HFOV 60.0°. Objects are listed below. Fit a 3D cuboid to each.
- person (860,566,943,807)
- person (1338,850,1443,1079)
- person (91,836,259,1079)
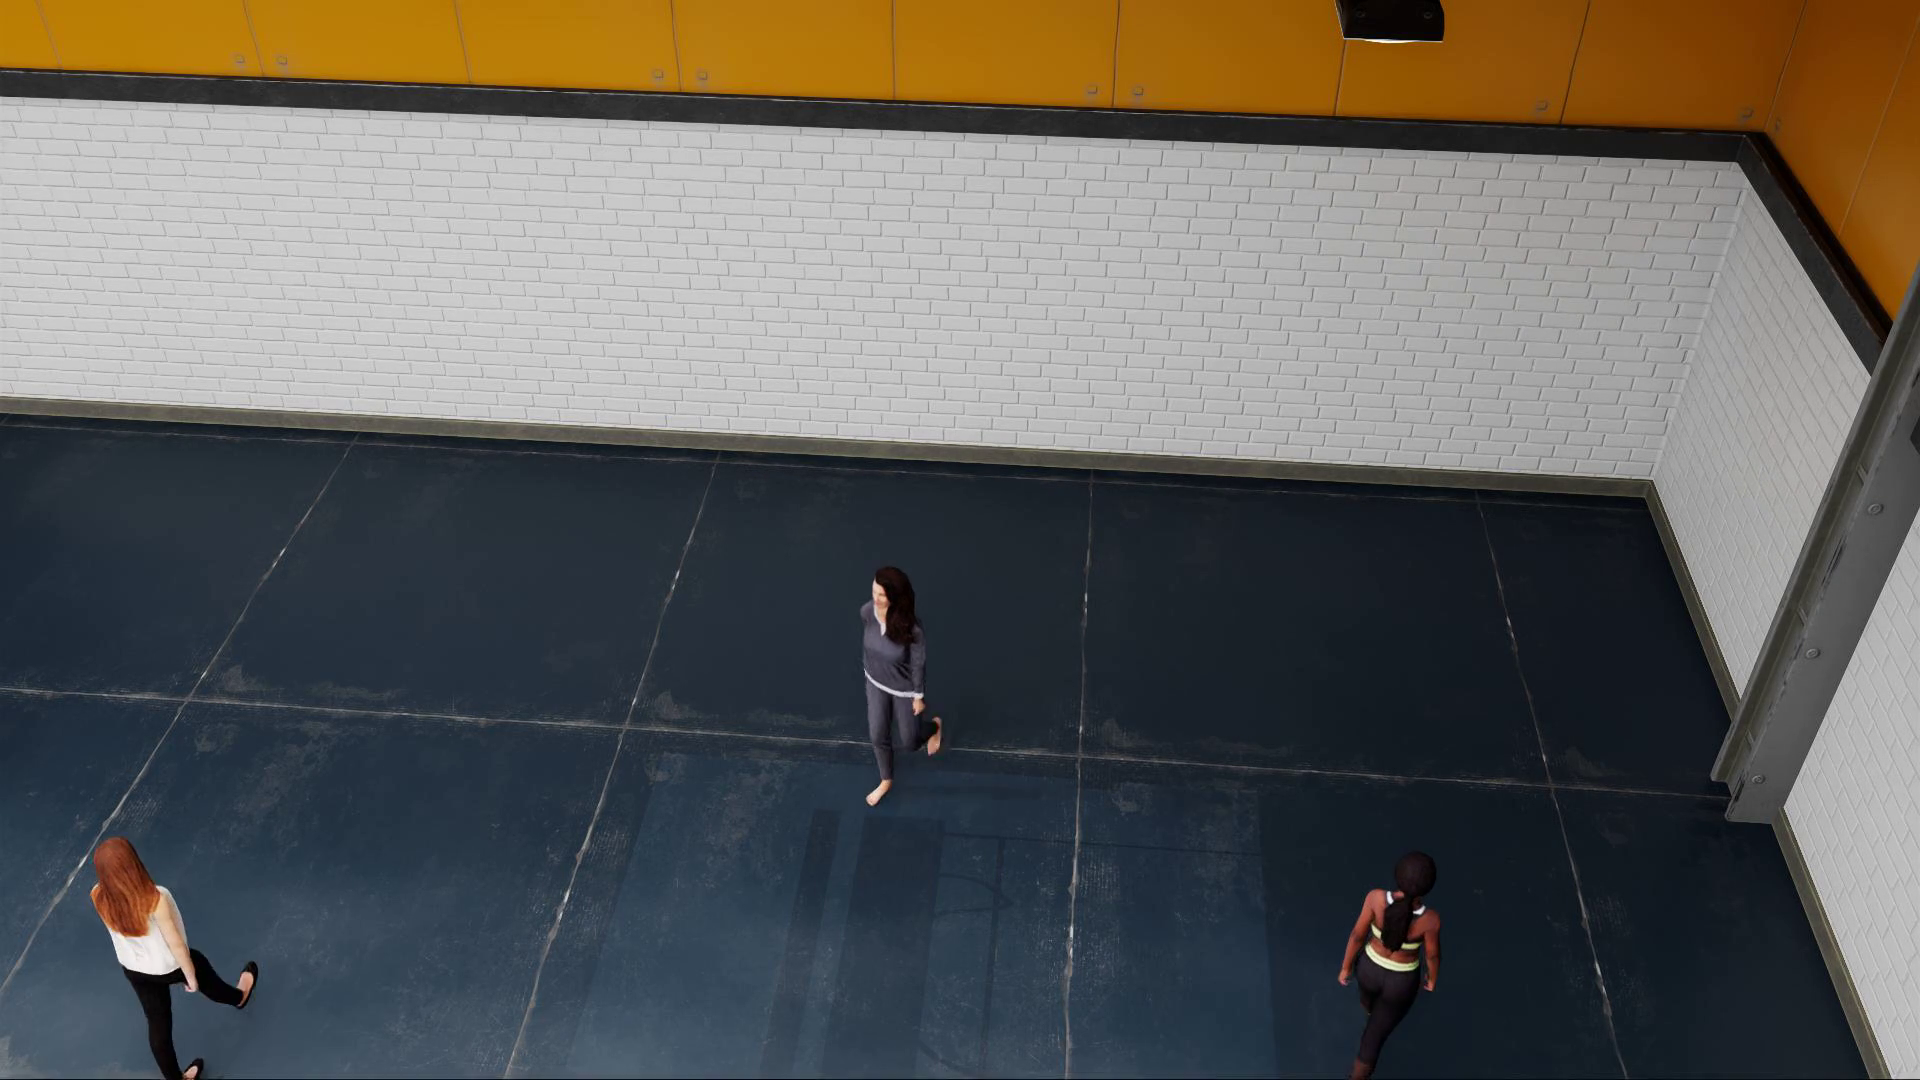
[{"bbox_3d":[-0.346,0.833,10.091,0.825,1.753,0.999,19,42,22],"label":"person"},{"bbox_3d":[2.095,2.268,8.322,0.930,1.717,1.162,22,43,25],"label":"person"},{"bbox_3d":[-4.093,2.217,8.416,0.589,1.681,1.026,4,39,5],"label":"person"}]
